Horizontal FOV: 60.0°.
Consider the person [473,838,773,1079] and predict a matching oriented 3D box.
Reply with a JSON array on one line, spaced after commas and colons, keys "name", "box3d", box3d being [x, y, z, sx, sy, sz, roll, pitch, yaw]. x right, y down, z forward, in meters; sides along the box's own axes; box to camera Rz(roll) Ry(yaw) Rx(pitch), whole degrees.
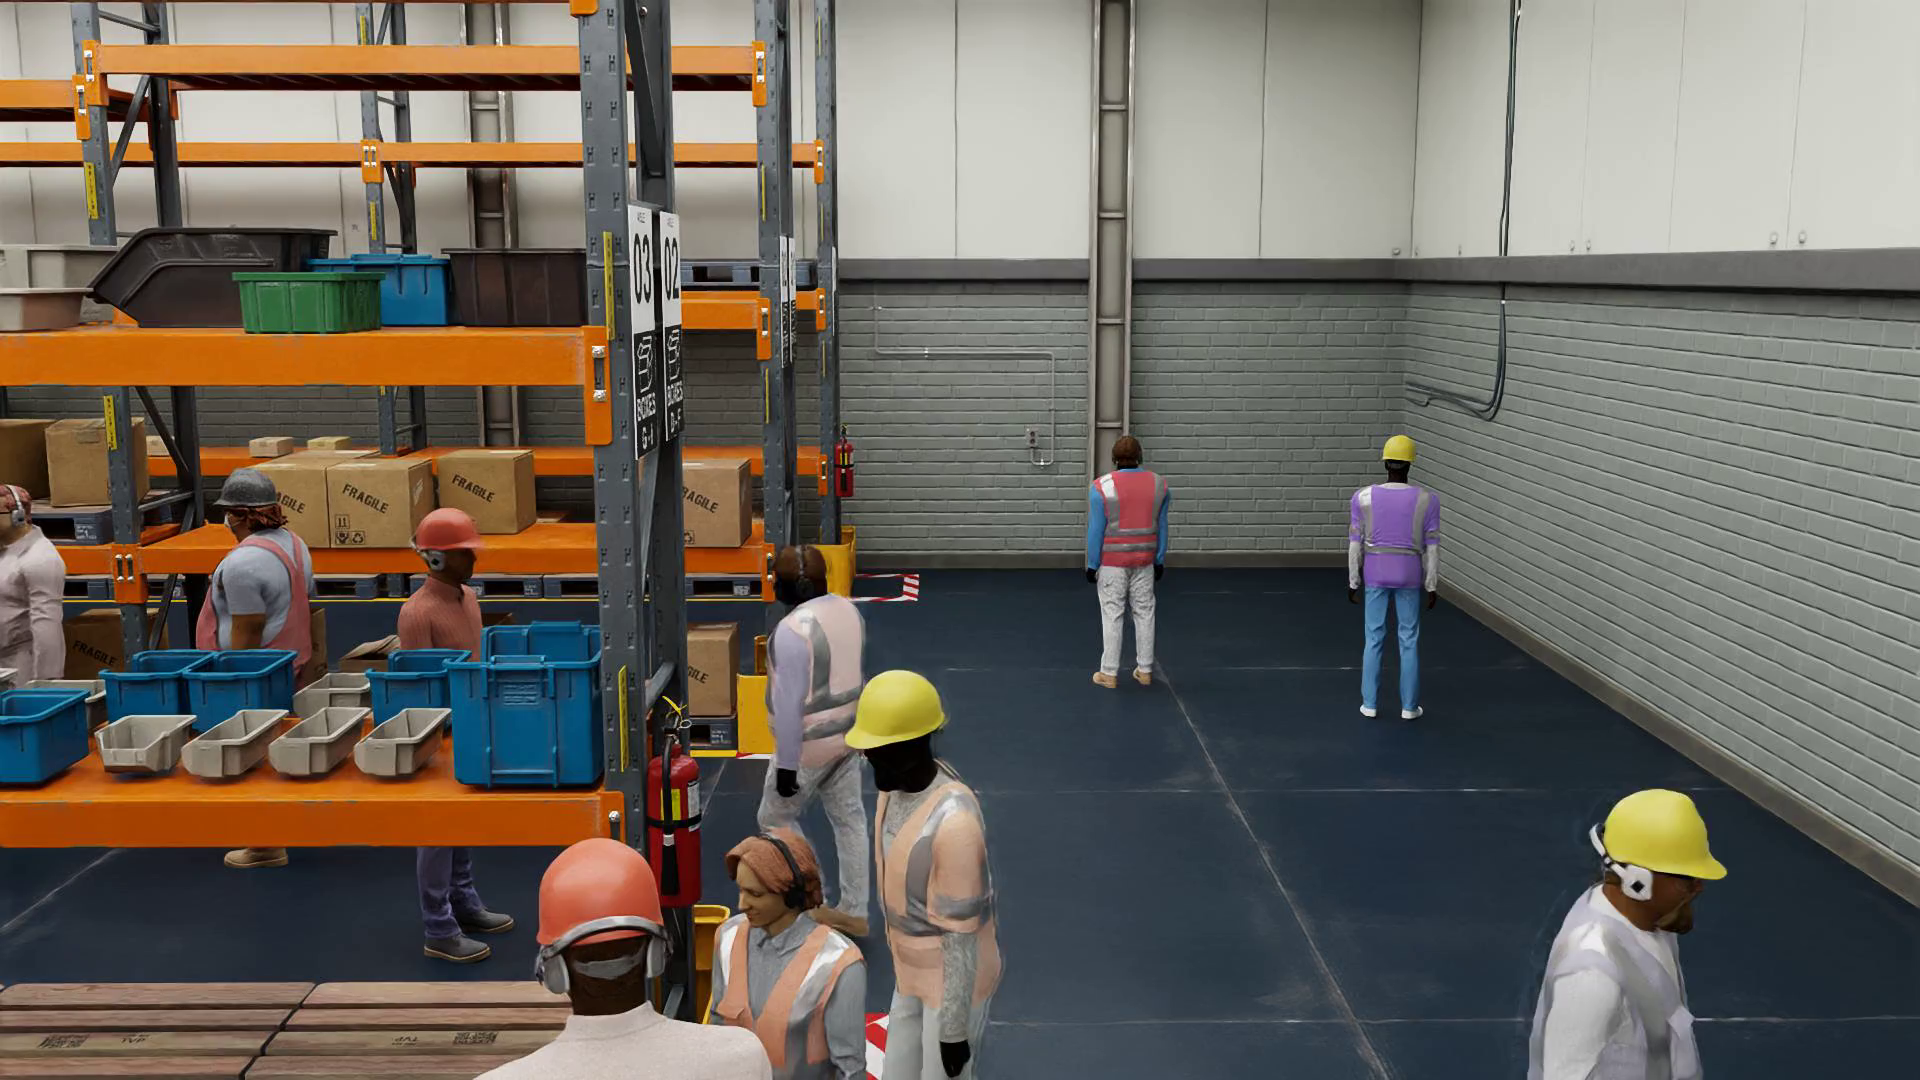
[{"name": "person", "box3d": [-0.639, 1.538, 3.165, 0.610, 1.986, 0.392, -4, 10, -24]}]

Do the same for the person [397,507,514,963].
[{"name": "person", "box3d": [-2.245, 0.846, 7.370, 0.376, 1.997, 0.612, 1, 9, 5]}]

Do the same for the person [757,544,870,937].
[{"name": "person", "box3d": [-0.666, 0.916, 7.470, 0.523, 1.823, 0.695, 5, 11, 29]}]

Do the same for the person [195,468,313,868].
[{"name": "person", "box3d": [-3.611, 0.639, 8.508, 0.539, 2.000, 0.689, 0, 9, 2]}]

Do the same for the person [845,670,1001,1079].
[{"name": "person", "box3d": [-0.069, 1.292, 4.967, 0.571, 1.893, 0.615, -3, 10, -20]}]

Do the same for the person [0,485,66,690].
[{"name": "person", "box3d": [-5.026, 0.644, 8.926, 0.646, 1.901, 0.400, 8, 12, 41]}]

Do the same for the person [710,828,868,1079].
[{"name": "person", "box3d": [-0.438, 1.529, 4.307, 0.524, 1.631, 0.316, 7, 11, 36]}]

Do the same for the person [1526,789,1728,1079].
[{"name": "person", "box3d": [1.619, 1.471, 4.233, 0.917, 1.786, 0.588, 5, 10, 27]}]

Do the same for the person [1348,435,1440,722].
[{"name": "person", "box3d": [2.914, 0.257, 11.197, 0.593, 1.925, 0.384, 3, 10, 17]}]

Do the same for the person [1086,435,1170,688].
[{"name": "person", "box3d": [1.201, 0.155, 12.088, 0.634, 1.840, 0.429, -3, 10, -18]}]
